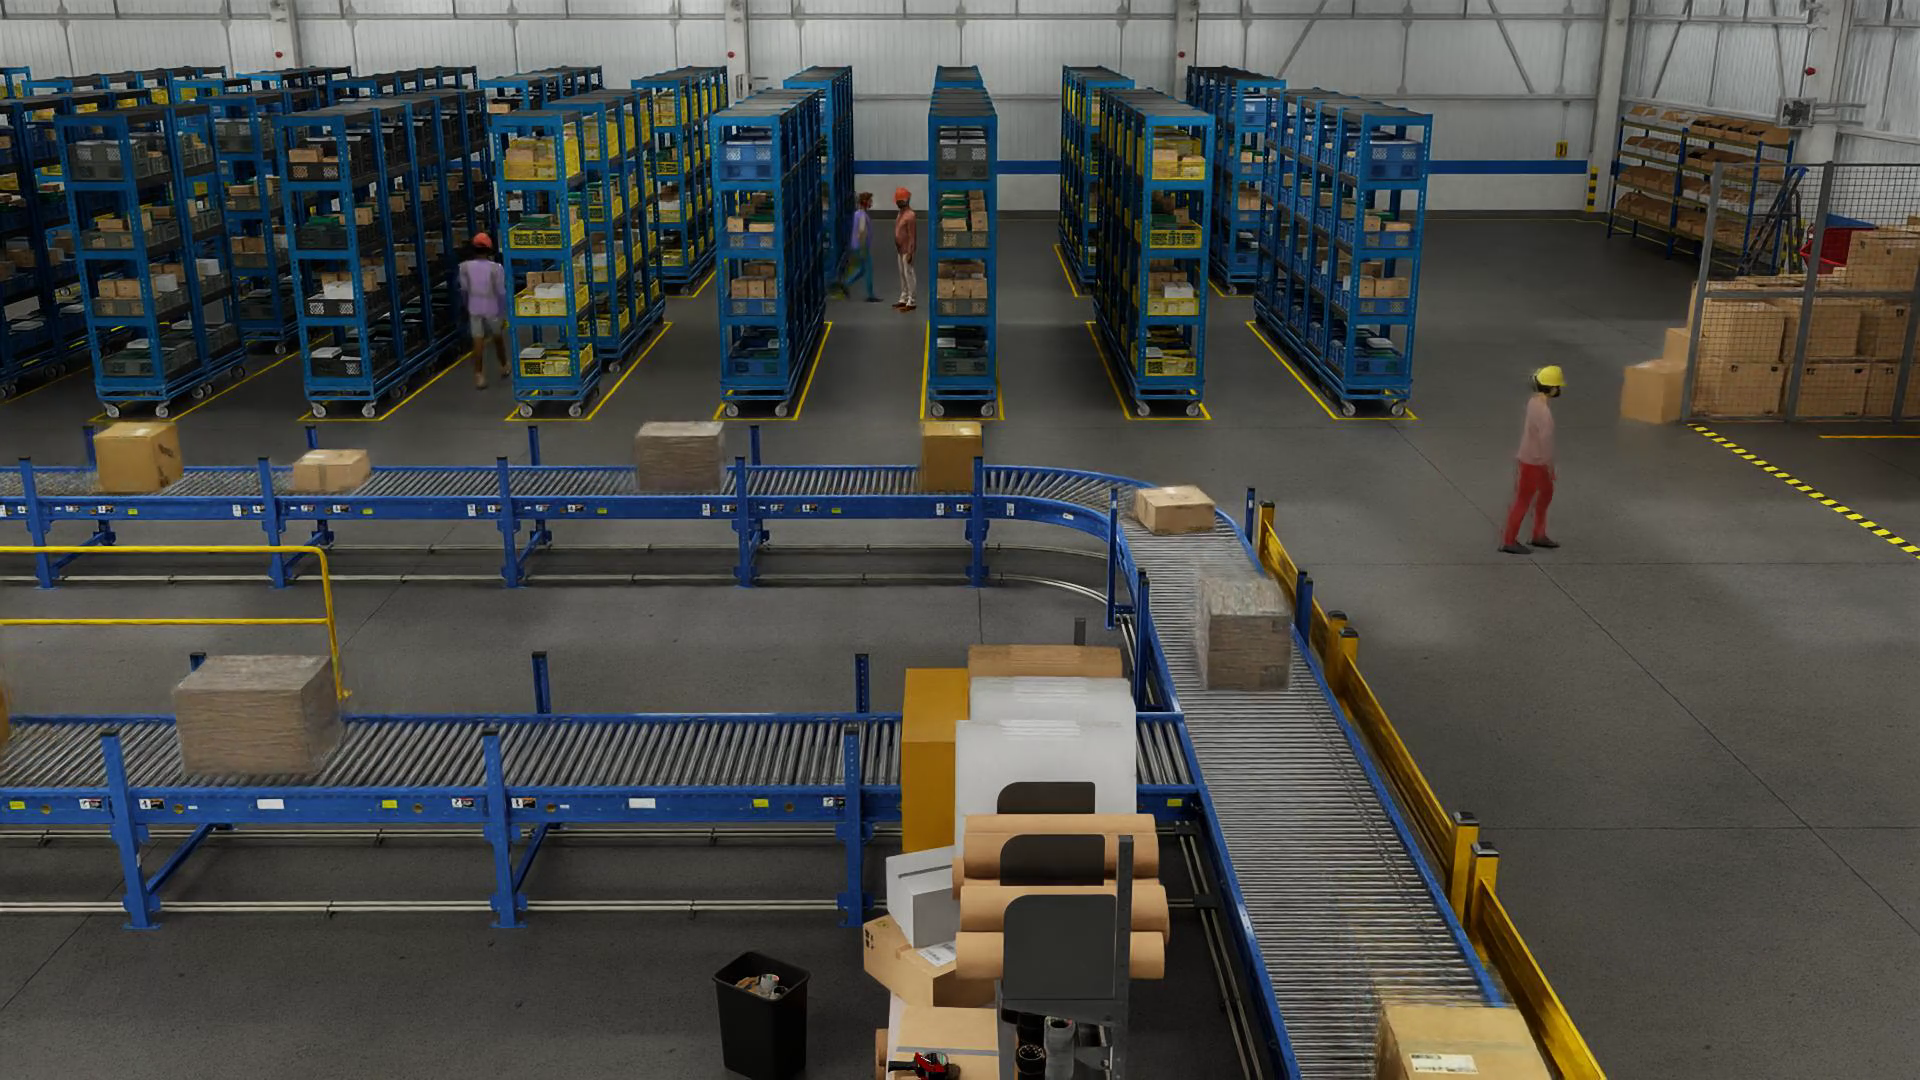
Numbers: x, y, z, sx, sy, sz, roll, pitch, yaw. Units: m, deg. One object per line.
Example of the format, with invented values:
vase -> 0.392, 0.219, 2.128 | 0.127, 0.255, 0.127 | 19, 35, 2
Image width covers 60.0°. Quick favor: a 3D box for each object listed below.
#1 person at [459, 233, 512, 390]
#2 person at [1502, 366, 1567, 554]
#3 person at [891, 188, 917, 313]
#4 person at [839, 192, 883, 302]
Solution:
person -> -6.175, -2.998, 21.678 | 0.616, 1.985, 1.093 | 0, 18, -1
person -> 5.281, -0.708, 14.997 | 0.675, 1.742, 0.529 | 3, 18, 9
person -> -0.895, -4.679, 26.840 | 0.389, 1.986, 0.608 | -7, 19, -21
person -> -1.647, -4.859, 27.649 | 0.639, 1.825, 0.571 | -2, 18, -6
